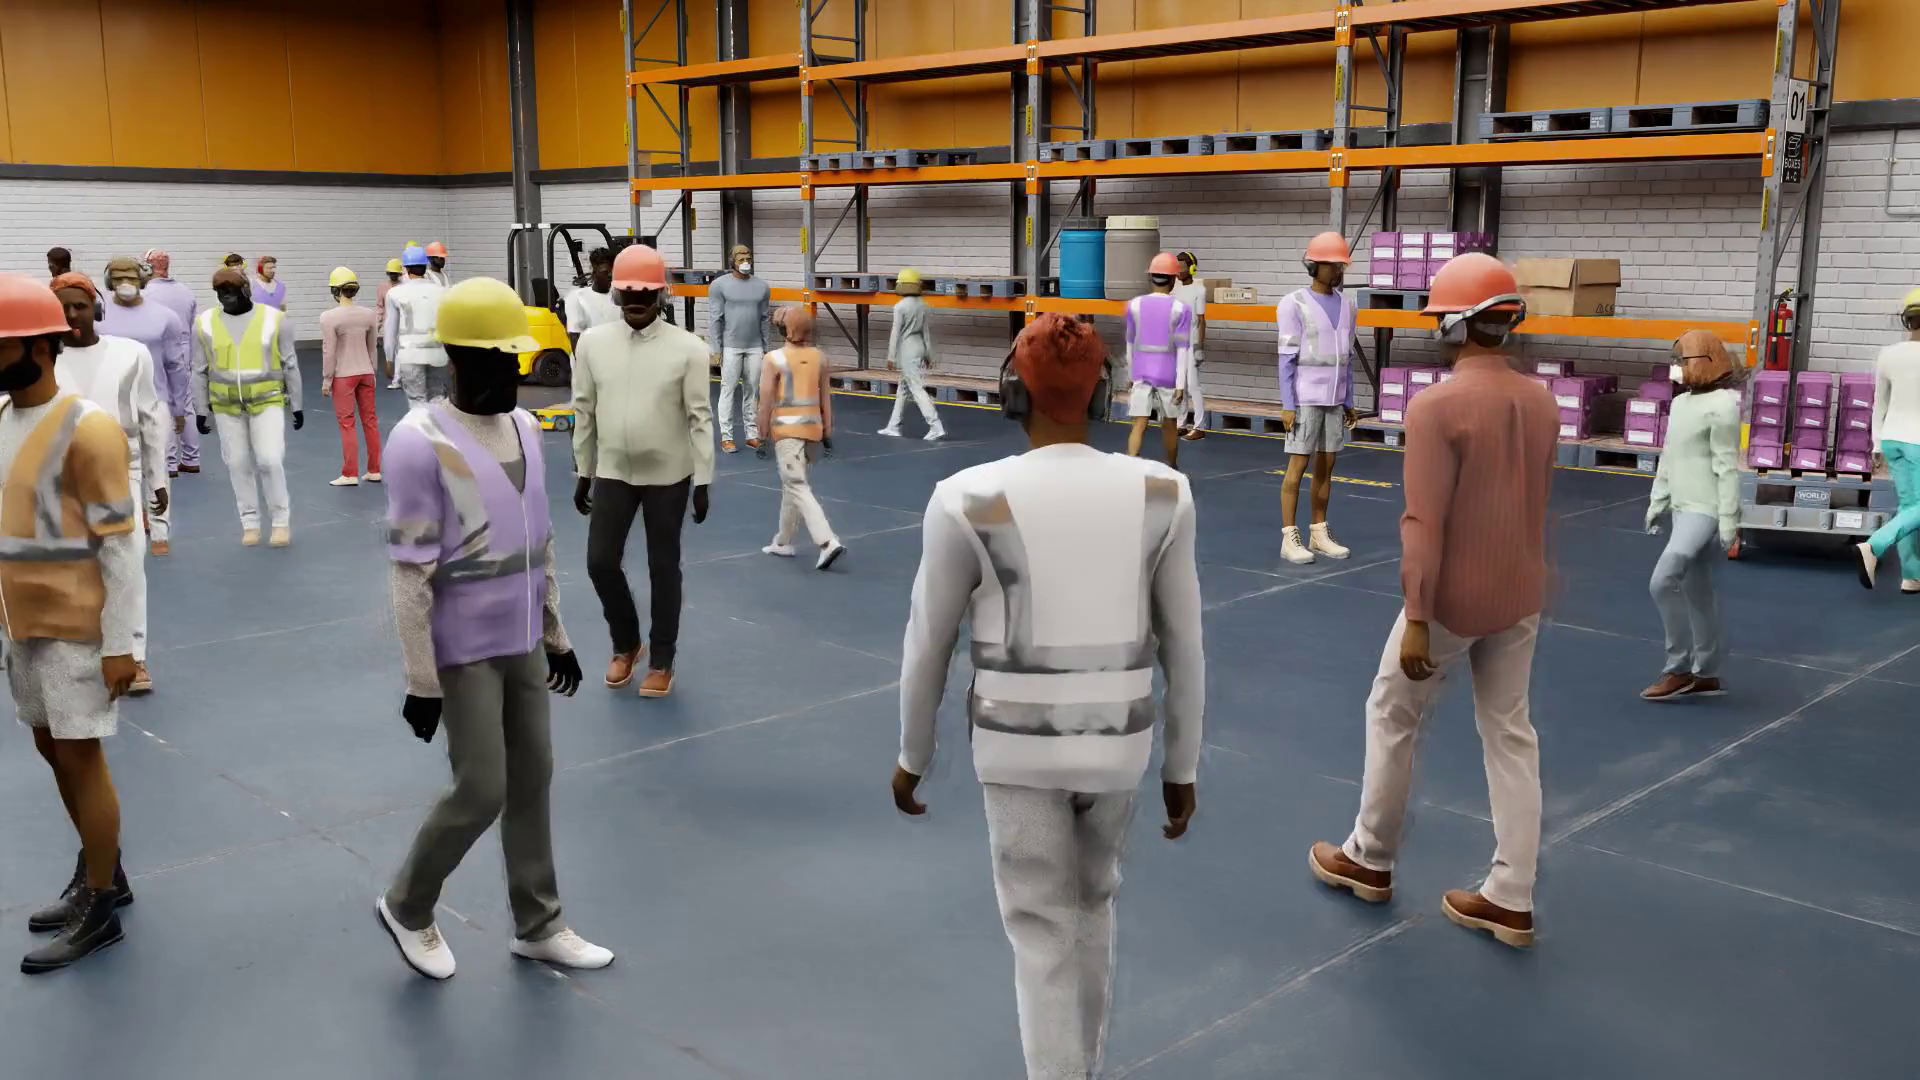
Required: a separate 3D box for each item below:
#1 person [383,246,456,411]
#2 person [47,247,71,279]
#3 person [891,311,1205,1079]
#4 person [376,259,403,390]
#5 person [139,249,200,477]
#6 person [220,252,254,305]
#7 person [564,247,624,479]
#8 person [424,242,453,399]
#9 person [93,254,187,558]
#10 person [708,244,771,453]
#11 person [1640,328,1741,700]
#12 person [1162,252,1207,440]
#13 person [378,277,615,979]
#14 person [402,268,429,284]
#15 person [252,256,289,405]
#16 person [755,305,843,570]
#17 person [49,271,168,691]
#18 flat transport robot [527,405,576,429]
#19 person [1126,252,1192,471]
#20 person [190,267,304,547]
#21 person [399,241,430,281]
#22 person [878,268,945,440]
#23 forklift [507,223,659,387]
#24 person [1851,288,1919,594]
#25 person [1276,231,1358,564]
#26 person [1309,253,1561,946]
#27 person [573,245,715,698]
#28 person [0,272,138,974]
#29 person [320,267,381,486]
[{"bbox_3d":[-4.712,-1.592,14.553,0.607,1.928,0.452,-9,14,-40],"label":"person"},{"bbox_3d":[-9.110,-2.053,17.108,0.445,1.901,0.618,0,10,0],"label":"person"},{"bbox_3d":[0.178,0.455,3.537,0.609,1.855,0.722,-3,11,-17],"label":"person"},{"bbox_3d":[-7.445,-2.870,22.098,0.512,1.716,0.830,3,11,14],"label":"person"},{"bbox_3d":[-6.698,-1.479,13.978,0.408,1.905,0.654,3,11,15],"label":"person"},{"bbox_3d":[-8.312,-2.396,19.188,0.452,1.836,0.548,5,12,27],"label":"person"},{"bbox_3d":[-2.911,-1.421,13.623,0.618,1.917,0.976,-8,13,-38],"label":"person"},{"bbox_3d":[-6.463,-2.715,20.628,0.378,1.938,0.547,3,11,17],"label":"person"},{"bbox_3d":[-5.312,-0.871,10.683,0.653,1.917,0.831,-5,11,-25],"label":"person"},{"bbox_3d":[-2.042,-1.792,15.592,0.627,1.941,0.371,-7,12,-33],"label":"person"},{"bbox_3d":[3.131,-0.101,7.217,0.530,1.615,0.523,0,10,2],"label":"person"},{"bbox_3d":[2.247,-1.918,16.513,0.320,1.860,0.505,-6,12,-30],"label":"person"},{"bbox_3d":[-1.276,0.254,4.506,0.537,1.922,0.613,3,11,18],"label":"person"},{"bbox_3d":[-7.036,-2.892,21.945,0.644,1.814,0.675,8,13,39],"label":"person"},{"bbox_3d":[-8.349,-2.511,19.957,1.023,1.787,0.574,5,12,26],"label":"person"},{"bbox_3d":[-0.974,-0.635,10.211,0.838,1.606,0.524,10,14,42],"label":"person"},{"bbox_3d":[-3.824,-0.237,7.327,0.603,1.856,0.746,-5,12,-26],"label":"person"},{"bbox_3d":[-3.765,-1.297,17.448,1.431,0.197,0.652,1,10,5],"label":"flat transport robot"},{"bbox_3d":[1.532,-1.293,12.989,0.543,1.903,0.963,4,11,20],"label":"person"},{"bbox_3d":[-4.620,-0.840,10.751,0.660,1.819,0.579,-2,11,-11],"label":"person"},{"bbox_3d":[-8.680,-3.782,26.484,0.594,1.922,0.386,-1,10,-6],"label":"person"},{"bbox_3d":[-0.473,-1.848,16.552,0.883,1.701,0.500,7,13,34],"label":"person"},{"bbox_3d":[-5.316,-3.263,22.920,2.313,2.155,1.214,-10,14,-44],"label":"forklift"},{"bbox_3d":[5.273,-0.539,9.294,0.629,1.737,0.548,-3,11,-15],"label":"person"},{"bbox_3d":[2.237,-0.880,10.333,0.608,2.045,0.369,-7,12,-32],"label":"person"},{"bbox_3d":[1.422,0.150,4.916,0.660,1.958,0.868,-6,12,-30],"label":"person"},{"bbox_3d":[-1.379,-0.280,7.240,0.650,1.978,0.434,1,10,4],"label":"person"},{"bbox_3d":[-2.560,0.216,4.683,0.553,1.936,0.393,6,12,28],"label":"person"},{"bbox_3d":[-4.943,-1.319,13.477,0.309,1.772,0.525,6,12,30],"label":"person"}]
